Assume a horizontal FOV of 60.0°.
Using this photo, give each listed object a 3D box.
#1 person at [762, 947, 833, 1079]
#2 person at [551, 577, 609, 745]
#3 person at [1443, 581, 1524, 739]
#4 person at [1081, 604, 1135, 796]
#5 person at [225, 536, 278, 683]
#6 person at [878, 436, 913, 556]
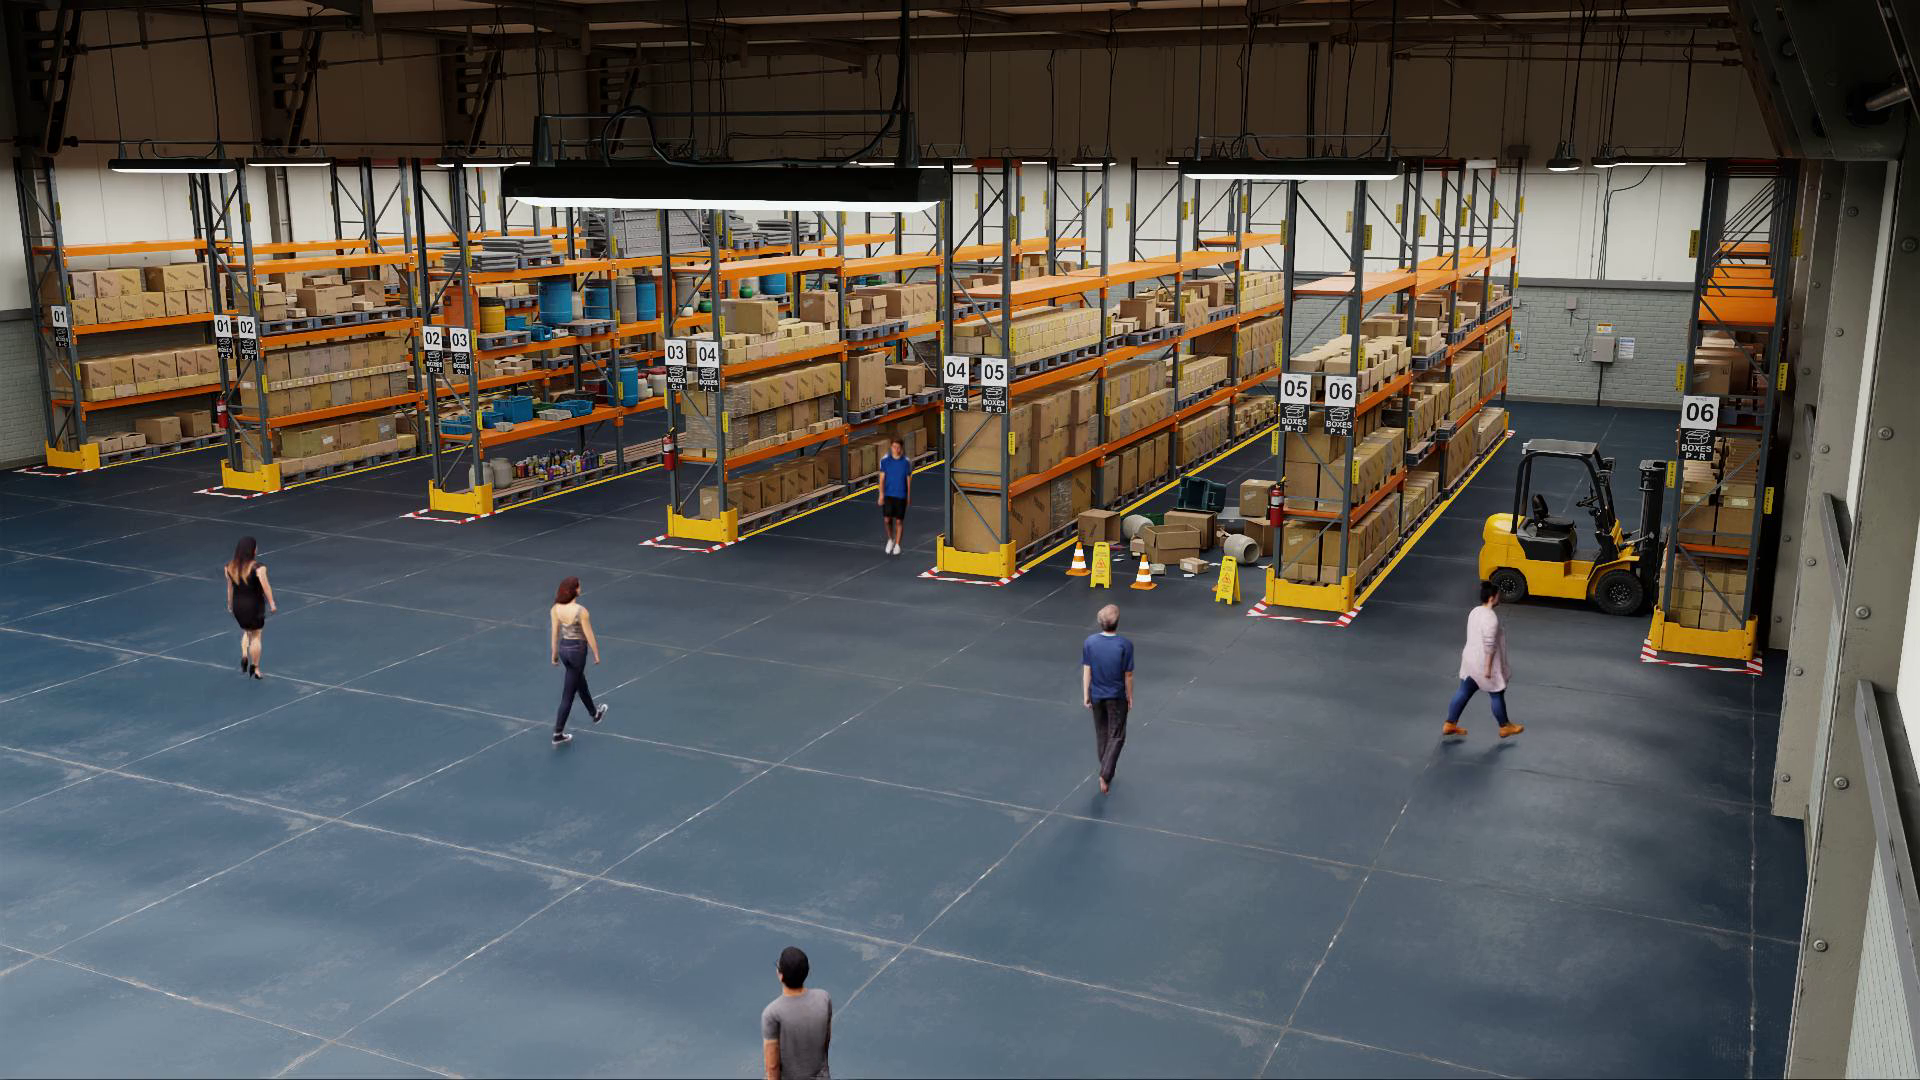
[{"bbox_3d":[-0.856,3.144,9.347,0.953,1.734,0.949,-8,15,-30],"label":"person"},{"bbox_3d":[-4.096,1.294,17.383,0.631,1.712,1.157,6,14,25],"label":"person"},{"bbox_3d":[5.395,1.288,17.432,1.112,1.701,1.143,-2,13,-8],"label":"person"},{"bbox_3d":[1.404,1.557,15.950,0.721,1.846,1.060,4,14,18],"label":"person"},{"bbox_3d":[-8.340,0.826,19.413,0.724,1.708,0.701,3,13,13],"label":"person"},{"bbox_3d":[-0.986,-0.699,25.674,0.785,1.854,0.791,0,13,2],"label":"person"}]
